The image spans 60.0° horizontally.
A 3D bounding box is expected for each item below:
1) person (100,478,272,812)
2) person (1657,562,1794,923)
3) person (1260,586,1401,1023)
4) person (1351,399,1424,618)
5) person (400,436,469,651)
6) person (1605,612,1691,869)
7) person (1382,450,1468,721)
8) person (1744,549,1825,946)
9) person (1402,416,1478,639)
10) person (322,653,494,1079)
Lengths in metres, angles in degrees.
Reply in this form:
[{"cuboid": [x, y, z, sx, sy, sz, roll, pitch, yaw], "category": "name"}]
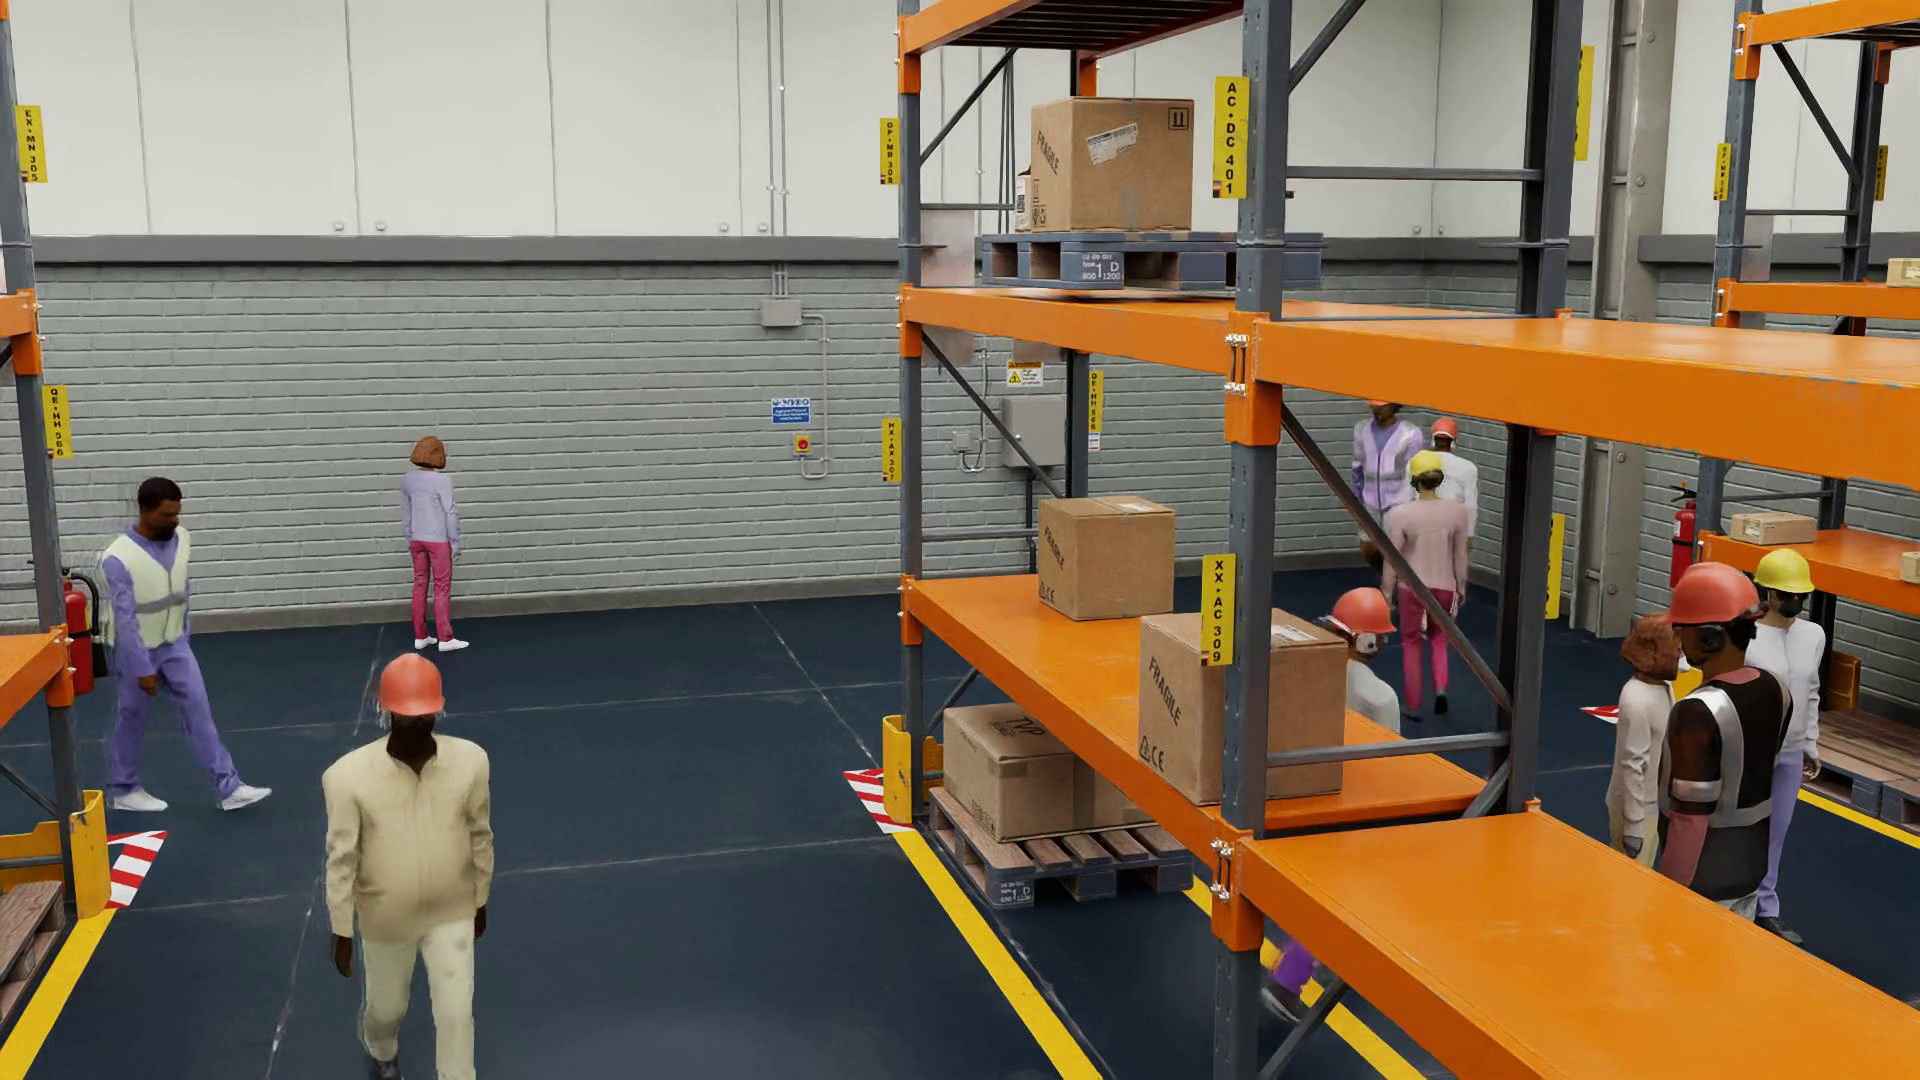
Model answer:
[{"cuboid": [-4.179, 0.582, 8.790, 1.000, 1.854, 0.647, 3, 10, 17], "category": "person"}, {"cuboid": [2.418, 1.078, 5.436, 0.607, 2.040, 0.378, -9, 13, -41], "category": "person"}, {"cuboid": [1.511, 1.037, 6.597, 0.809, 1.725, 0.566, -4, 11, -21], "category": "person"}, {"cuboid": [3.468, -0.322, 13.477, 0.610, 2.018, 0.670, 8, 13, 39], "category": "person"}, {"cuboid": [-3.992, 0.025, 12.586, 0.507, 1.631, 0.266, 5, 11, 25], "category": "person"}, {"cuboid": [2.700, 1.080, 6.577, 0.266, 1.631, 0.507, 6, 12, 32], "category": "person"}, {"cuboid": [2.980, 0.295, 10.697, 0.549, 1.751, 0.363, 0, 10, -2], "category": "person"}, {"cuboid": [3.493, 0.906, 7.192, 0.532, 1.768, 0.311, -3, 10, -15], "category": "person"}, {"cuboid": [3.747, -0.102, 13.034, 0.569, 1.733, 0.530, 3, 10, 15], "category": "person"}, {"cuboid": [-1.850, 1.204, 5.612, 0.565, 1.730, 0.783, -6, 11, -29], "category": "person"}]
